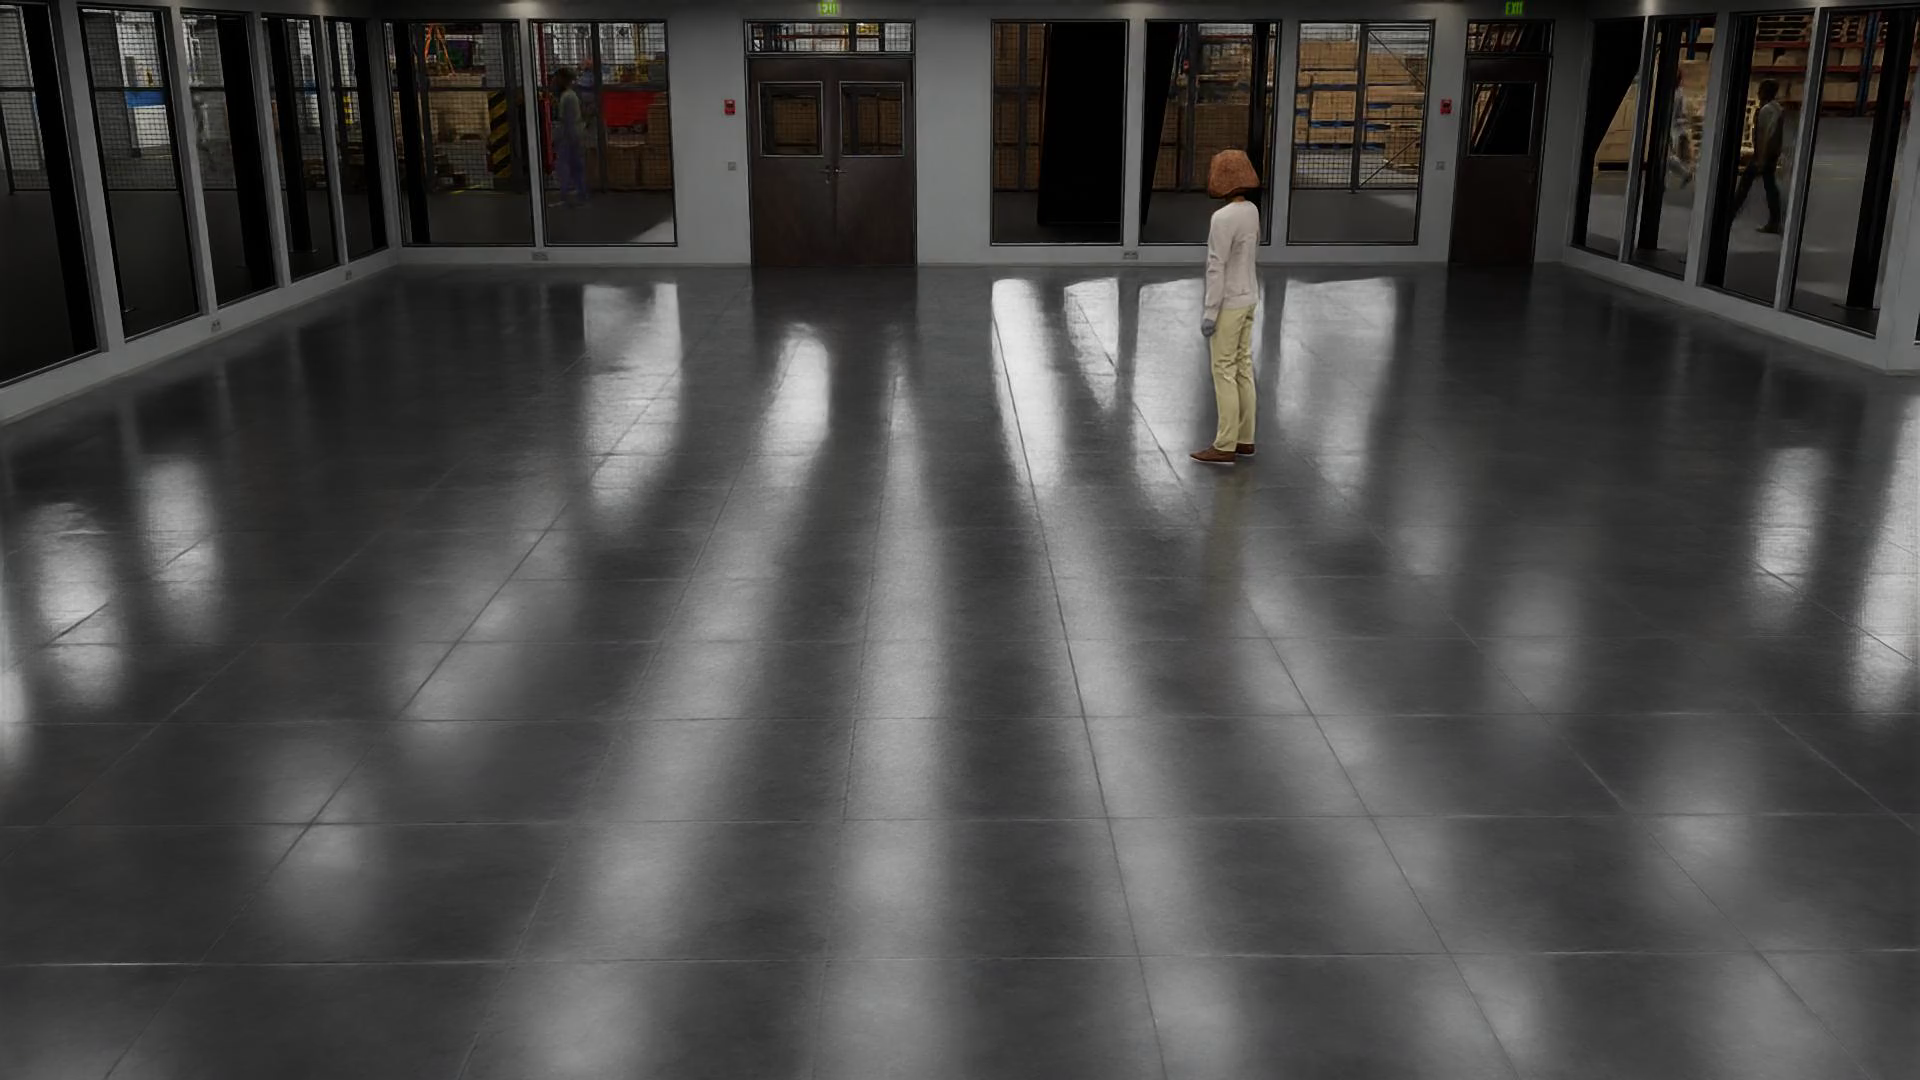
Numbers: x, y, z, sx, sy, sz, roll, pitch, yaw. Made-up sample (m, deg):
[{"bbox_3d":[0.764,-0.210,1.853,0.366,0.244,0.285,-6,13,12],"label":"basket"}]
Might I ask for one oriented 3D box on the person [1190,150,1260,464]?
[{"bbox_3d":[1.413,-1.212,8.722,0.279,1.624,0.494,9,19,28],"label":"person"}]
